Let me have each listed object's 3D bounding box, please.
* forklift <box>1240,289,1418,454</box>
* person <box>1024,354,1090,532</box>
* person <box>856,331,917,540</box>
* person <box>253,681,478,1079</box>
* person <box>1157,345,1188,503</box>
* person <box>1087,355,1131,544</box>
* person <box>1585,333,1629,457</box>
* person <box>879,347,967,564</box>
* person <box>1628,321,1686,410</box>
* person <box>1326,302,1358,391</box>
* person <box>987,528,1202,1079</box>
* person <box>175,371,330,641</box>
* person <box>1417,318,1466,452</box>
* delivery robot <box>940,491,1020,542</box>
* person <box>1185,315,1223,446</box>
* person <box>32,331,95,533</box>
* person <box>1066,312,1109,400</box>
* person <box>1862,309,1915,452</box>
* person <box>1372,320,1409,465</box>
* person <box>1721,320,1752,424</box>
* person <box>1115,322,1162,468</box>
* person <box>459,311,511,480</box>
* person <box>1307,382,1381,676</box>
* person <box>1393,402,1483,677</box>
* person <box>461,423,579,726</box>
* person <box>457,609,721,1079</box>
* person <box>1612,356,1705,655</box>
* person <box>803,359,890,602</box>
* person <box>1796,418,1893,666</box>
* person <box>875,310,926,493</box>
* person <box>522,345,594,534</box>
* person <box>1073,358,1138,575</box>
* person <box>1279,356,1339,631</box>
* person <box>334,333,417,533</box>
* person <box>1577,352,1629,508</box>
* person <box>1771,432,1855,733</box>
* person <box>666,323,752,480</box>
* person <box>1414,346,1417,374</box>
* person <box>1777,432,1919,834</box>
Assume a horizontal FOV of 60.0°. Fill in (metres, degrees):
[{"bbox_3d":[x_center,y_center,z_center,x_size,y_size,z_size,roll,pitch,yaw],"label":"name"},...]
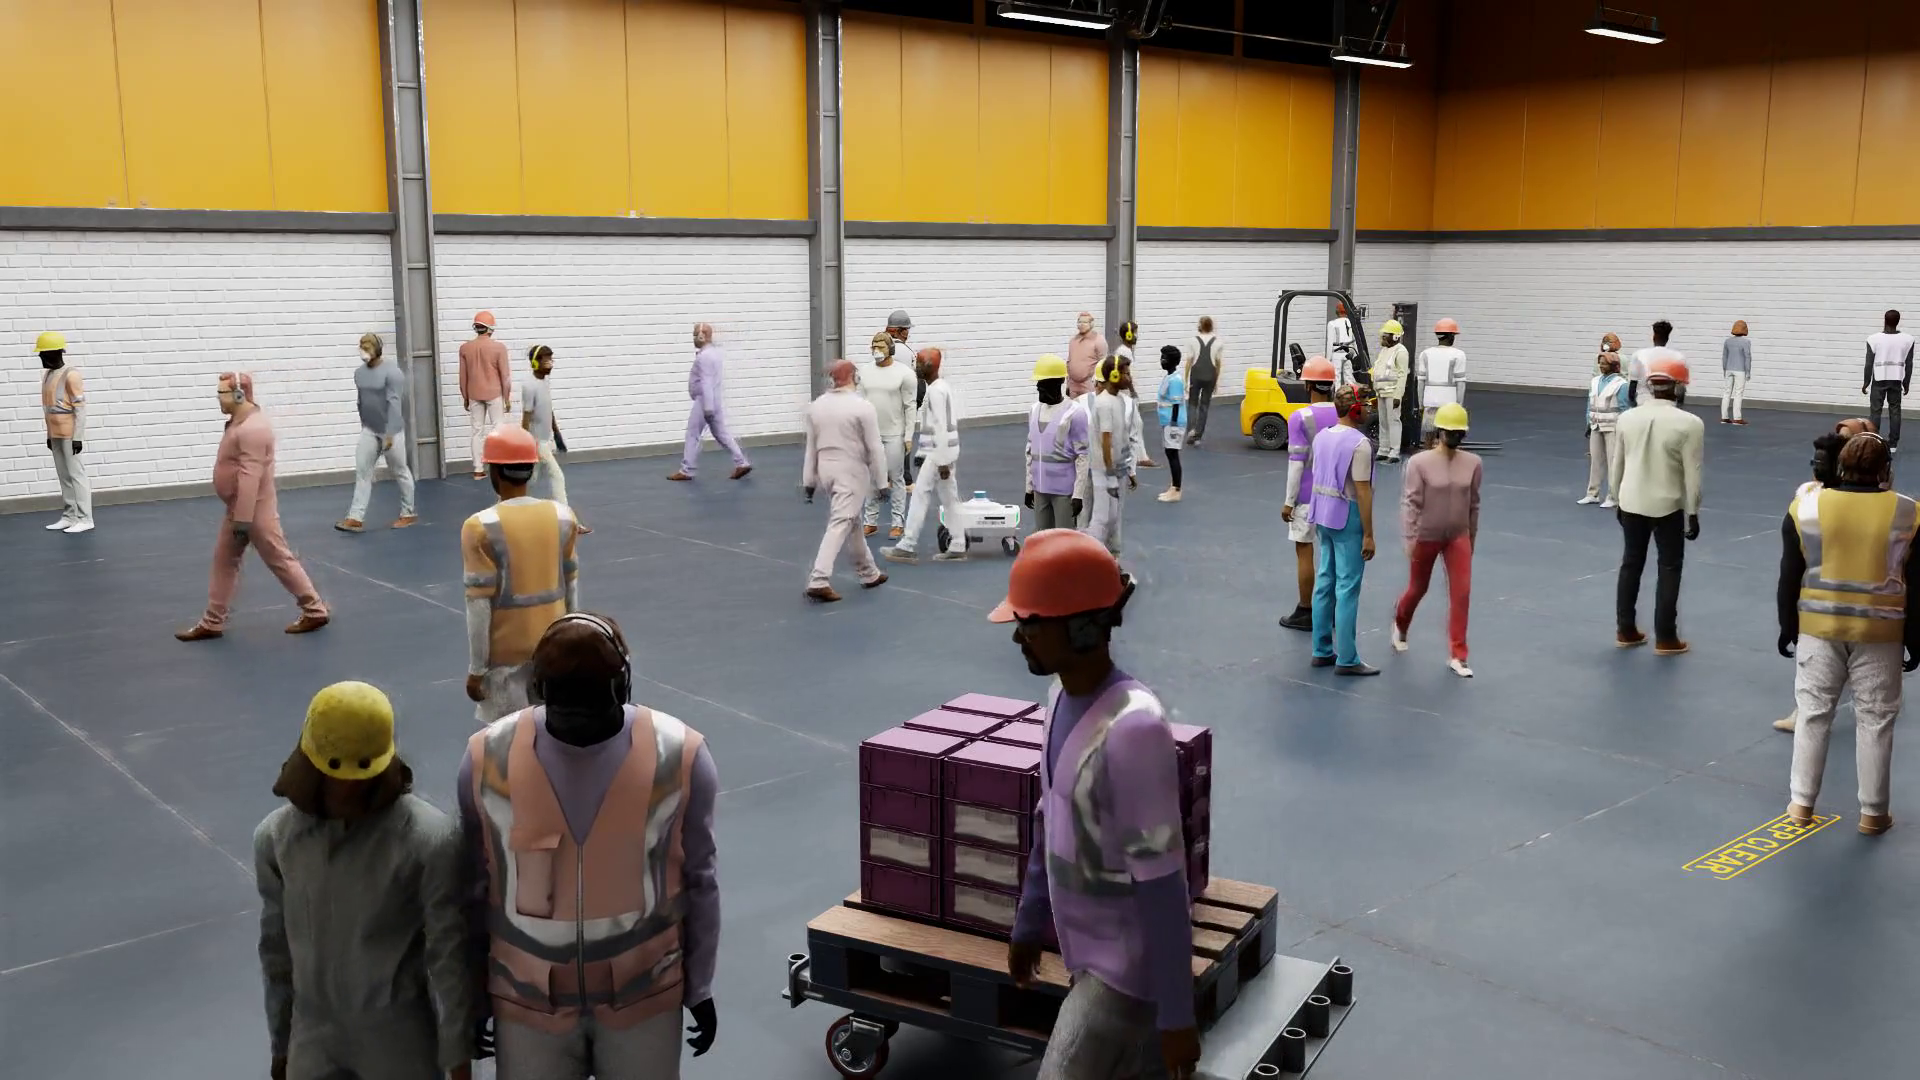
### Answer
[{"bbox_3d":[5.034,-2.339,22.783,2.313,2.155,1.214,3,10,16],"label":"forklift"},{"bbox_3d":[0.676,-0.393,12.174,0.383,1.924,0.594,-8,13,-39],"label":"person"},{"bbox_3d":[-0.709,-0.970,15.515,0.627,1.940,0.371,3,10,20],"label":"person"},{"bbox_3d":[-1.348,1.128,3.858,0.513,1.718,0.508,1,10,5],"label":"person"},{"bbox_3d":[2.280,-1.250,17.882,0.320,1.695,0.537,0,10,1],"label":"person"},{"bbox_3d":[1.151,-0.539,13.243,0.374,1.853,0.643,2,10,12],"label":"person"},{"bbox_3d":[8.517,-1.900,21.849,0.283,1.633,0.501,-7,12,-36],"label":"person"},{"bbox_3d":[-0.330,-0.717,14.275,0.841,1.856,0.595,1,10,5],"label":"person"},{"bbox_3d":[7.964,-1.541,19.001,0.615,1.908,0.750,2,10,11],"label":"person"},{"bbox_3d":[6.372,-3.040,27.794,0.584,1.882,0.337,-3,10,-17],"label":"person"},{"bbox_3d":[0.311,0.974,3.917,0.641,2.013,0.694,-2,10,-11],"label":"person"},{"bbox_3d":[-4.887,-0.235,11.465,0.985,1.862,0.661,-6,11,-31],"label":"person"},{"bbox_3d":[5.497,-1.562,18.996,0.547,1.934,0.376,7,12,35],"label":"person"},{"bbox_3d":[0.177,-0.190,14.720,0.707,0.478,0.477,0,10,-2],"label":"delivery robot"},{"bbox_3d":[3.384,-2.202,23.091,0.512,1.813,0.385,1,10,6],"label":"person"},{"bbox_3d":[-8.571,-1.026,15.885,0.593,1.923,0.372,7,12,36],"label":"person"},{"bbox_3d":[1.625,-2.029,21.811,0.407,1.906,0.653,-9,13,-44],"label":"person"},{"bbox_3d":[12.480,-2.131,22.385,0.592,1.915,0.389,2,10,14],"label":"person"},{"bbox_3d":[5.427,-1.865,21.057,0.403,1.837,0.591,-2,10,-13],"label":"person"},{"bbox_3d":[12.207,-2.633,26.135,0.273,1.635,0.507,-4,11,-23],"label":"person"},{"bbox_3d":[2.038,-1.788,20.622,0.913,1.835,0.531,1,10,6],"label":"person"},{"bbox_3d":[-5.585,-1.697,19.631,0.612,1.987,0.400,1,10,7],"label":"person"},{"bbox_3d":[2.412,-0.069,10.508,0.389,1.848,0.563,-4,10,-21],"label":"person"},{"bbox_3d":[3.073,-0.047,10.741,0.523,1.723,0.874,-1,10,-6],"label":"person"},{"bbox_3d":[-1.897,0.462,7.243,0.579,1.926,0.565,10,14,44],"label":"person"},{"bbox_3d":[-0.868,1.066,3.902,0.620,1.837,0.429,-2,10,-9],"label":"person"},{"bbox_3d":[4.646,-0.227,11.054,0.437,1.977,0.645,-7,12,-37],"label":"person"},{"bbox_3d":[-0.890,-0.470,12.898,0.664,1.849,1.028,9,13,42],"label":"person"},{"bbox_3d":[5.609,0.046,10.481,0.324,1.629,0.524,-4,10,-22],"label":"person"},{"bbox_3d":[-0.644,-1.554,18.639,0.538,2.000,0.684,-5,11,-28],"label":"person"},{"bbox_3d":[-4.013,-0.939,15.719,0.973,1.813,0.553,0,10,-1],"label":"person"},{"bbox_3d":[1.171,-0.572,13.528,0.588,1.822,0.403,-2,10,-11],"label":"person"},{"bbox_3d":[2.499,-0.326,11.747,0.552,1.936,0.358,-5,11,-28],"label":"person"},{"bbox_3d":[-5.583,-1.007,15.830,0.647,1.895,0.952,5,11,25],"label":"person"},{"bbox_3d":[6.788,-1.157,17.482,0.314,1.642,0.514,-4,11,-23],"label":"person"},{"bbox_3d":[4.860,0.231,9.235,0.630,1.679,0.539,-2,10,-10],"label":"person"},{"bbox_3d":[-2.937,-1.621,19.557,0.979,1.865,0.657,1,10,5],"label":"person"},{"bbox_3d":[7.089,-2.855,26.949,0.881,1.812,0.633,-6,11,-31],"label":"person"},{"bbox_3d":[4.088,0.424,7.638,0.621,1.845,0.429,6,11,31],"label":"person"}]
